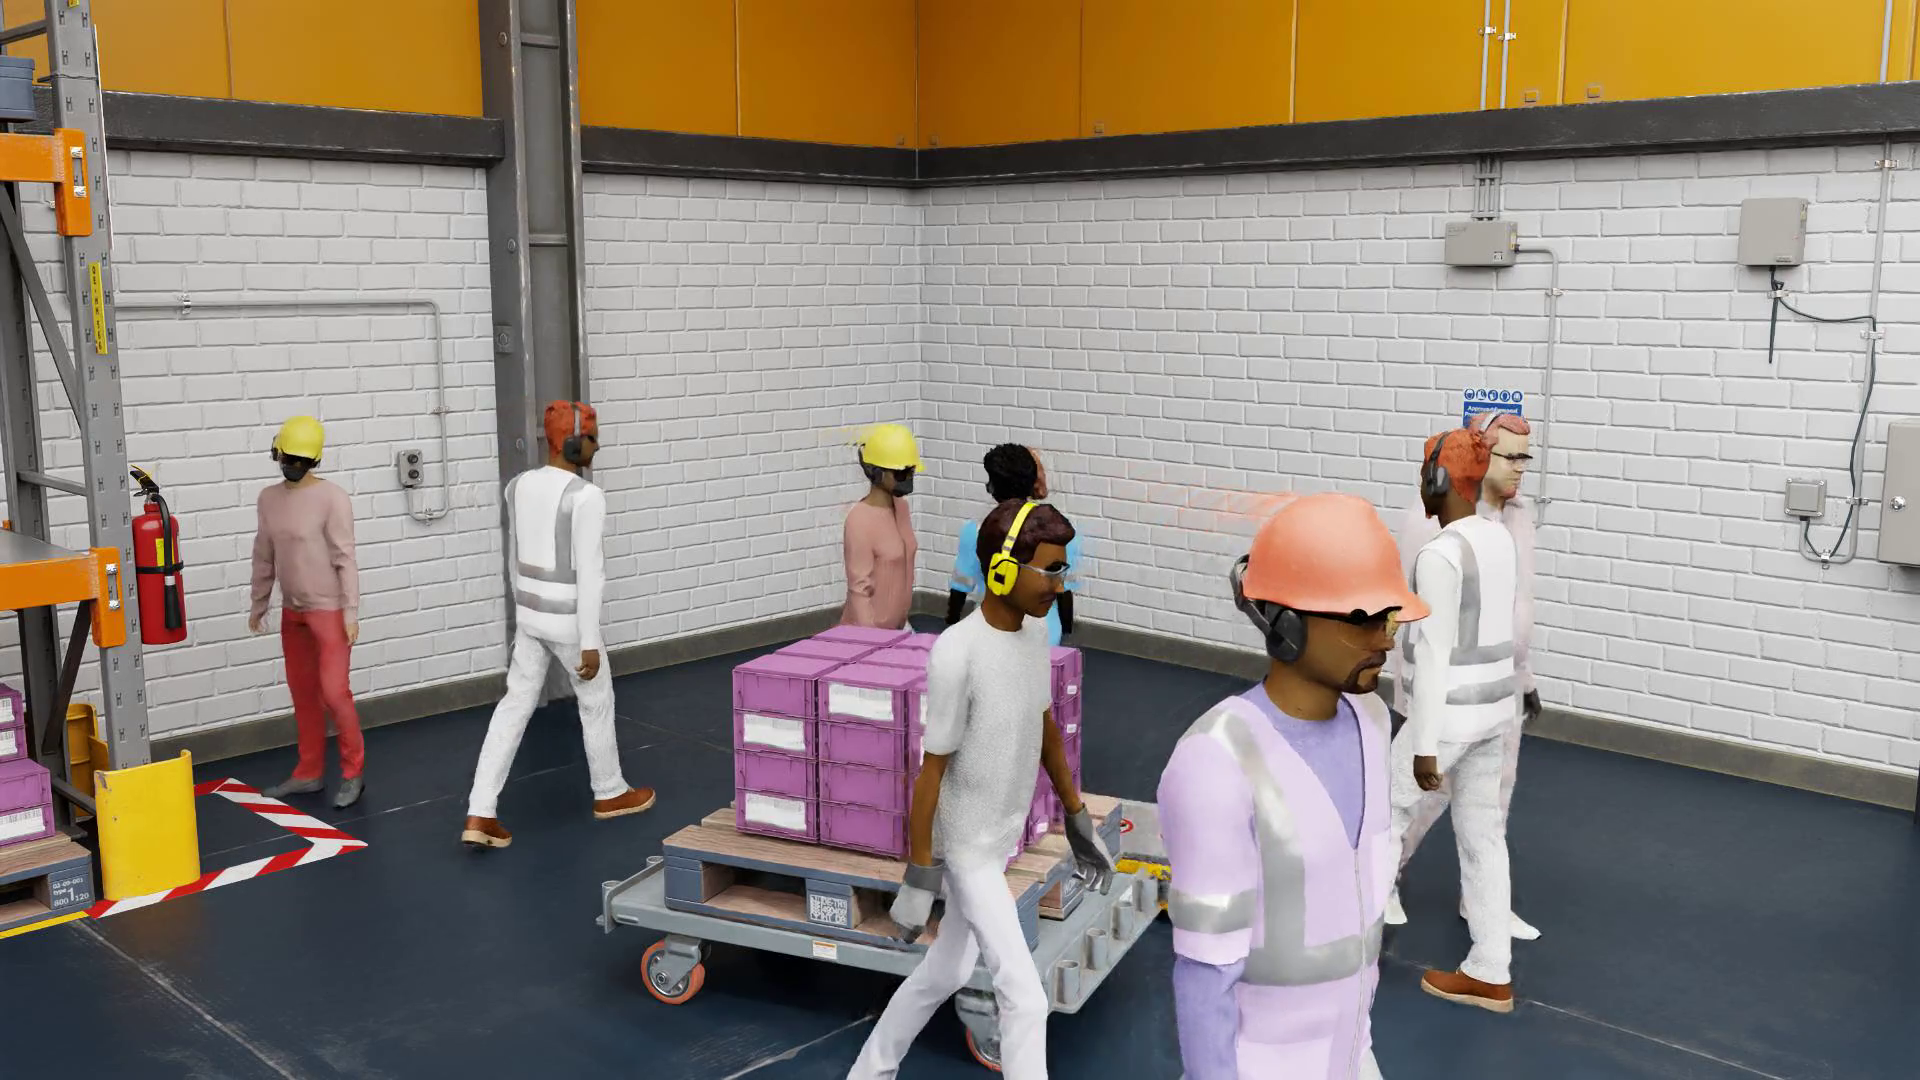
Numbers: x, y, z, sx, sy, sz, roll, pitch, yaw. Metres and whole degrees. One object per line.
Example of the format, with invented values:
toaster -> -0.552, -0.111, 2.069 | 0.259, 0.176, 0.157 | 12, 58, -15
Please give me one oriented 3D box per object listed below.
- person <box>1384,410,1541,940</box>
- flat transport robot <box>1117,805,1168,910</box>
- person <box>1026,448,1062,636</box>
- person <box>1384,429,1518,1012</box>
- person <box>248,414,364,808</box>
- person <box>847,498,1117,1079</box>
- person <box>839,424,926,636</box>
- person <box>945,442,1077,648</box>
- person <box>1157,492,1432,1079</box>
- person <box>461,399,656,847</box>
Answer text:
person -> 1.776, 0.485, 5.883 | 0.702, 1.923, 0.503 | -7, 12, -37
flat transport robot -> 0.639, 1.196, 6.389 | 1.431, 0.197, 0.652 | 5, 10, 27
person -> 0.228, 0.415, 7.037 | 0.573, 1.611, 0.547 | -1, 9, -7
person -> 1.497, 0.561, 5.438 | 0.580, 1.851, 0.855 | -9, 13, -44
person -> -2.872, 0.312, 7.304 | 0.634, 1.744, 0.337 | 5, 11, 28
person -> 0.027, 0.777, 4.233 | 0.914, 1.824, 0.550 | 4, 10, 22
person -> -0.276, 0.396, 6.770 | 0.512, 1.743, 0.540 | 4, 10, 23
person -> 0.171, 0.415, 6.966 | 0.538, 1.647, 0.889 | -6, 11, -32
person -> 0.518, 0.890, 3.013 | 1.026, 2.005, 0.622 | 9, 13, 44
person -> -1.691, 0.342, 6.842 | 0.629, 1.845, 0.967 | 6, 11, 34
